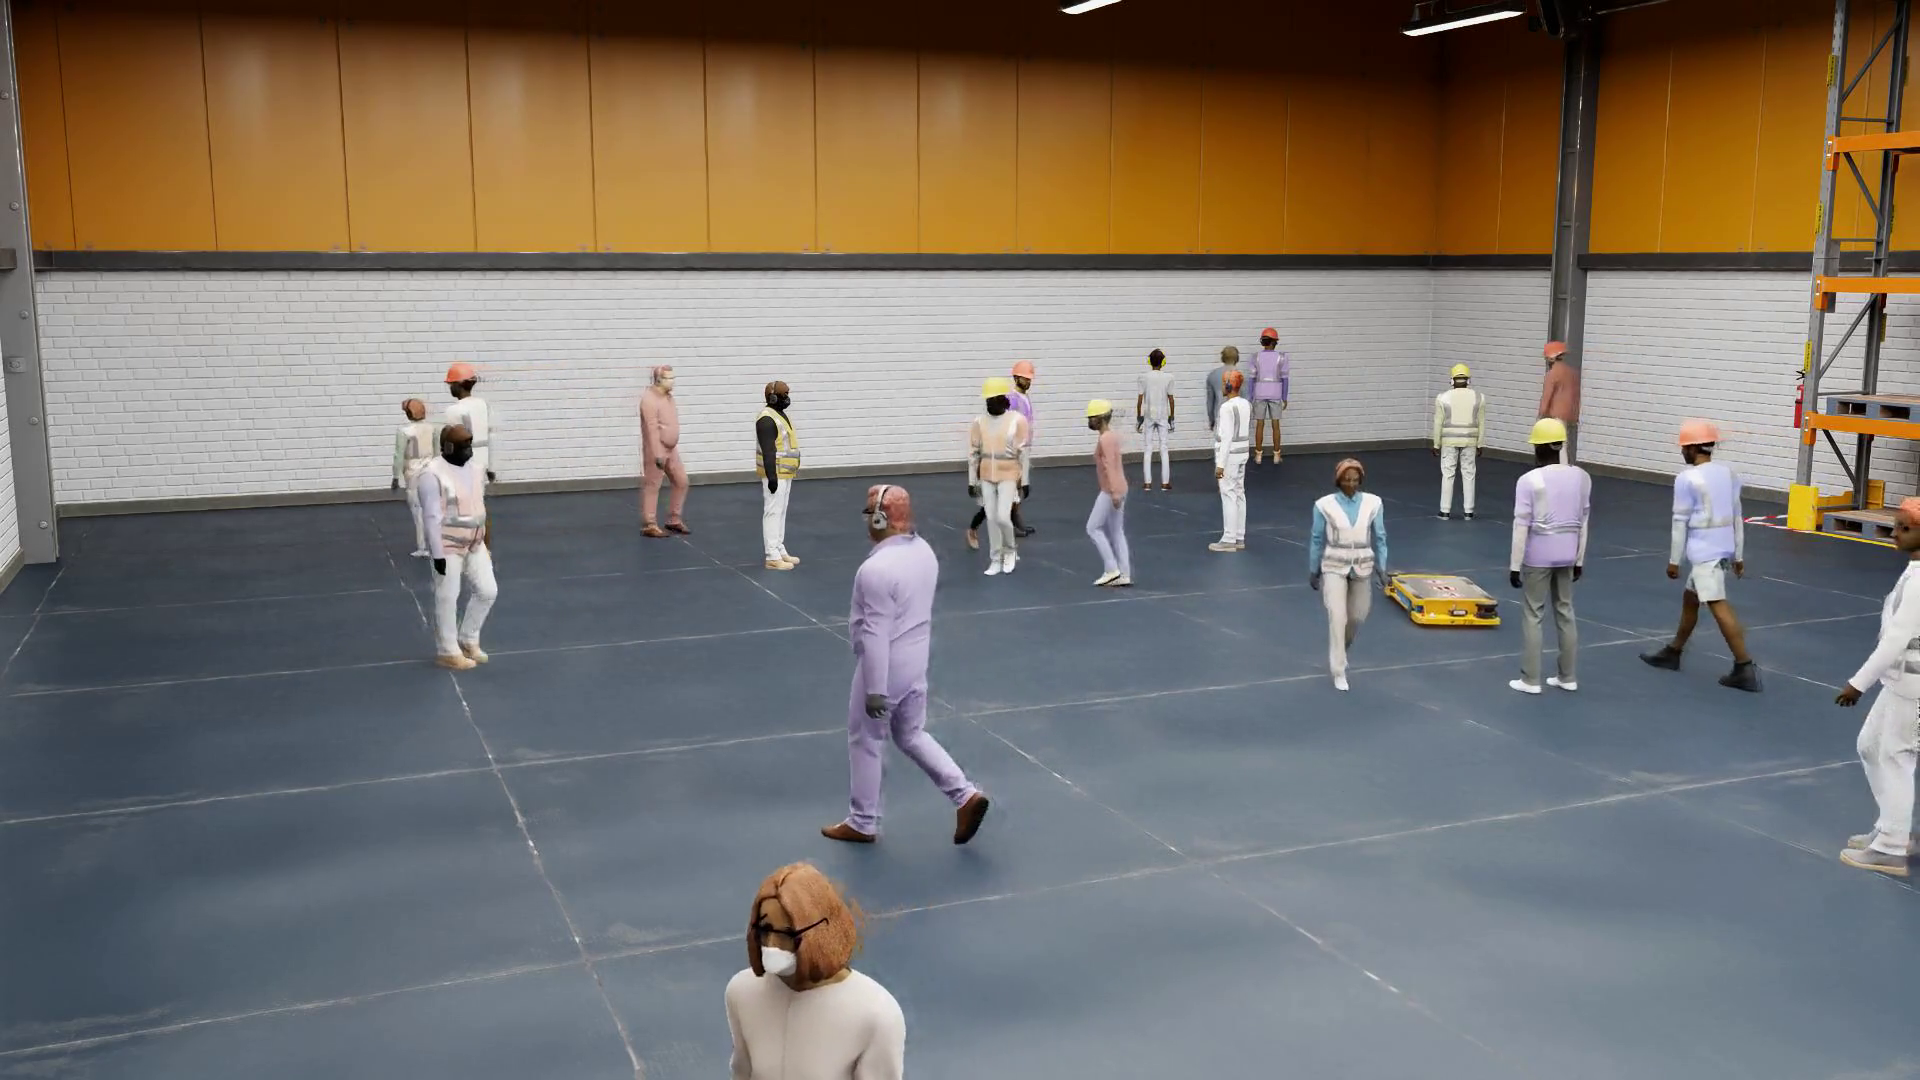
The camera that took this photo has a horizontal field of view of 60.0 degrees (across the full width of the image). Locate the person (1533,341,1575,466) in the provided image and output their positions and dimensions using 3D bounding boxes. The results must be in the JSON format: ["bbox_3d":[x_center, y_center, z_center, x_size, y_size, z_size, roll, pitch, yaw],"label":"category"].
[{"bbox_3d":[7.815,-1.641,22.013,0.728,1.965,0.615,8,12,39],"label":"person"}]

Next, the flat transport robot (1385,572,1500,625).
[{"bbox_3d":[4.103,0.491,14.214,0.652,0.197,1.431,1,9,3],"label":"flat transport robot"}]

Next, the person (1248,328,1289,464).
[{"bbox_3d":[4.606,-2.152,24.890,0.608,2.039,0.395,2,10,13],"label":"person"}]

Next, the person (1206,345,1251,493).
[{"bbox_3d":[3.552,-1.585,21.776,0.662,1.926,0.570,6,11,34],"label":"person"}]

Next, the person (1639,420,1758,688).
[{"bbox_3d":[5.339,0.090,11.842,0.540,1.877,0.987,-6,11,-32],"label":"person"}]

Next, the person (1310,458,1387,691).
[{"bbox_3d":[2.744,0.211,11.848,0.517,1.612,0.723,0,9,-3],"label":"person"}]

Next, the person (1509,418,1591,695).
[{"bbox_3d":[4.061,0.115,11.521,0.595,1.918,0.395,-3,10,-16],"label":"person"}]

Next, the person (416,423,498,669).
[{"bbox_3d":[-3.666,0.055,12.166,0.473,1.823,0.645,5,10,26],"label":"person"}]

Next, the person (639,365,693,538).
[{"bbox_3d":[-3.197,-0.952,18.096,0.626,1.888,0.668,3,10,17],"label":"person"}]

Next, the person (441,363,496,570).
[{"bbox_3d":[-4.891,-0.703,16.159,0.824,2.018,0.637,3,10,19],"label":"person"}]

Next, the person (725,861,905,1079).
[{"bbox_3d":[-0.322,1.519,3.943,0.498,1.604,0.789,4,10,23],"label":"person"}]

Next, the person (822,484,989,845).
[{"bbox_3d":[-0.288,0.649,8.410,0.820,1.879,0.648,5,10,26],"label":"person"}]

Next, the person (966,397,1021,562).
[{"bbox_3d":[0.332,-0.641,16.857,0.537,1.671,0.769,-6,11,-33],"label":"person"}]

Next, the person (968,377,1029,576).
[{"bbox_3d":[0.354,-0.598,15.854,0.618,1.909,0.424,5,11,28],"label":"person"}]

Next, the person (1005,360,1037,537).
[{"bbox_3d":[0.669,-1.003,18.240,0.371,1.933,0.550,3,10,20],"label":"person"}]

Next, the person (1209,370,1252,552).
[{"bbox_3d":[2.817,-0.821,17.292,0.346,1.882,0.584,6,11,32],"label":"person"}]

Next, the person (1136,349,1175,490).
[{"bbox_3d":[2.583,-1.587,21.971,0.520,1.873,0.333,2,10,12],"label":"person"}]

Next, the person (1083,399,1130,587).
[{"bbox_3d":[1.367,-0.425,15.311,0.513,1.732,0.545,2,10,14],"label":"person"}]

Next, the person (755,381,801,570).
[{"bbox_3d":[-1.775,-0.637,16.308,0.429,1.844,0.625,1,9,6],"label":"person"}]

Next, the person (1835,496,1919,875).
[{"bbox_3d":[4.549,0.703,8.113,0.505,1.871,0.589,5,11,29],"label":"person"}]

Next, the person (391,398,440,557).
[{"bbox_3d":[-5.544,-0.629,16.913,0.446,1.626,0.525,4,10,24],"label":"person"}]

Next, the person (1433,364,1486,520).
[{"bbox_3d":[5.803,-1.133,19.368,0.587,1.823,0.403,1,9,6],"label":"person"}]
